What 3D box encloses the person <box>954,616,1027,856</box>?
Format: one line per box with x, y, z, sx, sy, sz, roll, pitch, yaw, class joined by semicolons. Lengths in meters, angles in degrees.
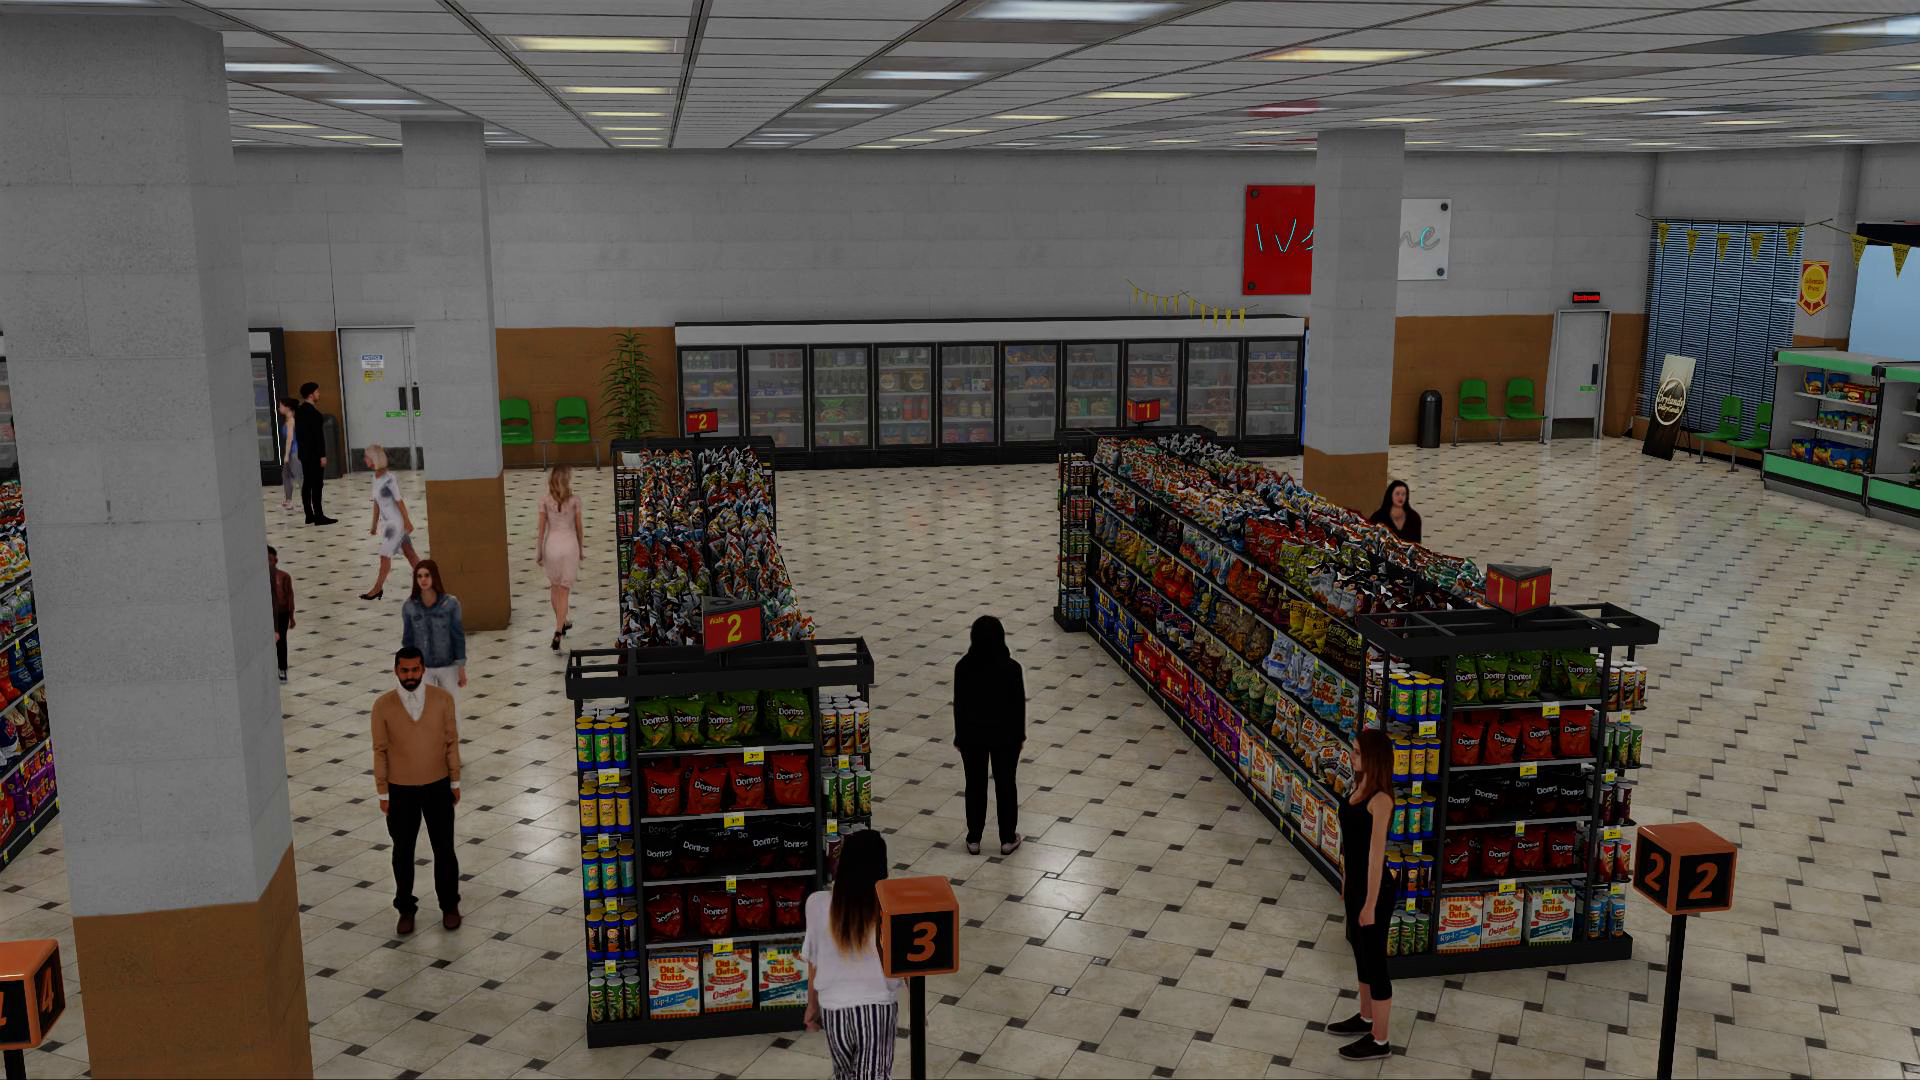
0.196;1.302;11.069;0.719;1.611;0.717;1;12;7;person

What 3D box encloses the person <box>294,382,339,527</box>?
-8.588;-1.150;22.033;0.765;1.892;0.845;10;15;38;person

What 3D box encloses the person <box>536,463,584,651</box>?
-3.815;0.204;15.901;0.692;1.769;1.141;-1;12;-6;person

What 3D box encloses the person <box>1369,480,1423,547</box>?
4.010;0.305;15.493;0.733;1.740;0.918;0;12;-2;person

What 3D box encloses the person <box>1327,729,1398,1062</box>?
2.096;1.789;8.481;0.619;1.724;0.467;-1;12;-6;person

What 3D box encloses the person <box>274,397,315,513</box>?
-9.047;-1.163;22.821;0.676;1.593;0.715;-3;12;-15;person

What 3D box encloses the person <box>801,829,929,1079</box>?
-0.463;2.094;7.202;0.981;1.654;1.116;4;13;20;person

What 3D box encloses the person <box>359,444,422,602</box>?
-5.973;-0.166;17.854;0.925;1.687;1.042;-11;16;-42;person

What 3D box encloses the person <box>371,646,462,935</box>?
-3.221;1.471;9.922;0.698;1.753;0.666;-5;13;-23;person

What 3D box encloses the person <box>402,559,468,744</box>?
-3.924;0.967;12.508;0.612;1.674;1.053;-2;12;-10;person
